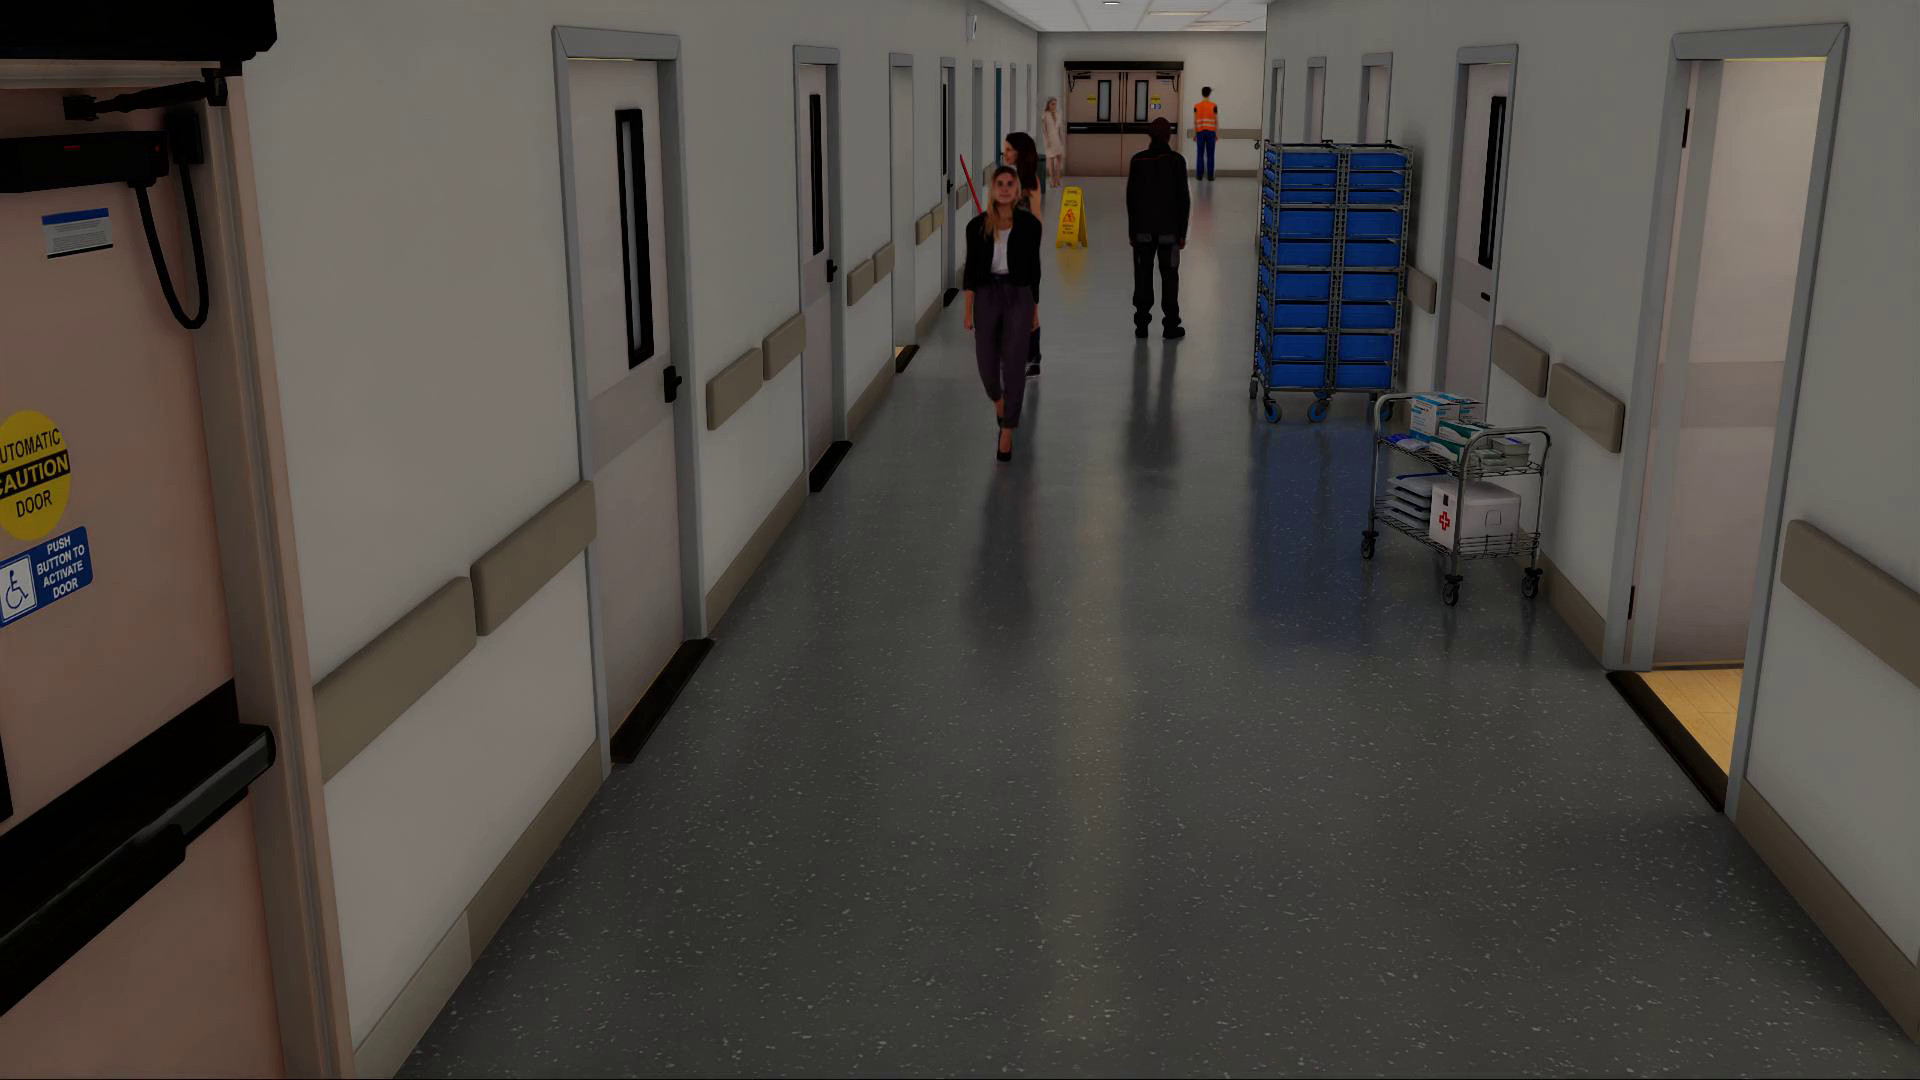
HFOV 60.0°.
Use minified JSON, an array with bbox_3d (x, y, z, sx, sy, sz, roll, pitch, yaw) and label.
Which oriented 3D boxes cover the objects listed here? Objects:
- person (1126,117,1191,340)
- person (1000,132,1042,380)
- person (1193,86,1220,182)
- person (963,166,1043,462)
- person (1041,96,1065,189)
[{"bbox_3d":[1.654,-2.619,13.958,0.750,1.825,0.683,6,17,19],"label":"person"},{"bbox_3d":[0.441,-2.071,12.120,0.761,1.769,0.664,-8,18,-28],"label":"person"},{"bbox_3d":[5.068,-8.384,34.291,0.702,1.888,0.654,3,16,11],"label":"person"},{"bbox_3d":[0.251,-1.310,9.653,0.599,1.643,0.990,2,16,6],"label":"person"},{"bbox_3d":[1.696,-7.583,31.778,0.741,1.711,0.762,-9,18,-28],"label":"person"}]
